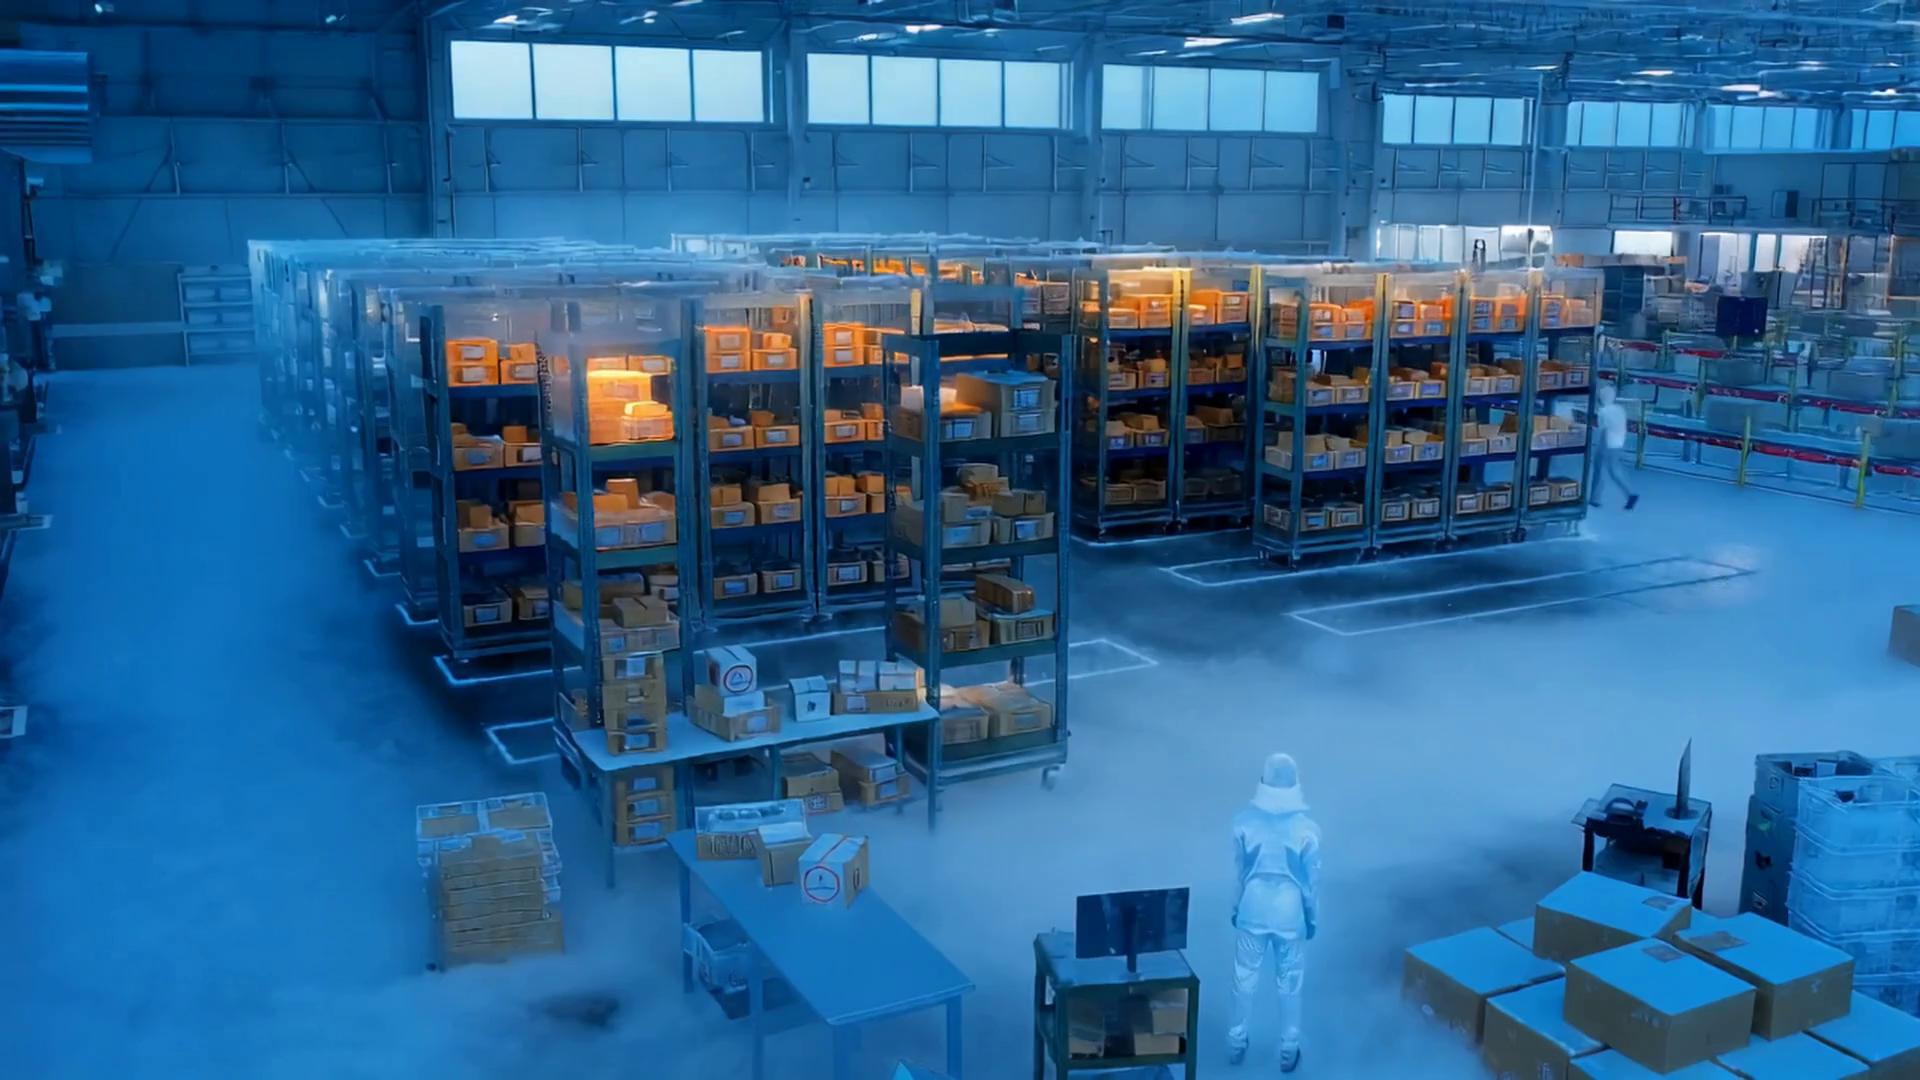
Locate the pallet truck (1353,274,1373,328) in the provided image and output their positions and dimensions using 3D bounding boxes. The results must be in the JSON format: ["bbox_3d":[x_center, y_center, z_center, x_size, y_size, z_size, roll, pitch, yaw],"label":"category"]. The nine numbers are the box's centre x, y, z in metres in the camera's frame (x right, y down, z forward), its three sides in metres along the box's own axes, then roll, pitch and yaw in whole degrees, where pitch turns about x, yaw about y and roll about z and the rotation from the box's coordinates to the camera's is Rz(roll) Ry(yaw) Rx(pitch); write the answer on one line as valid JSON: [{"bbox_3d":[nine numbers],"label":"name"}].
[{"bbox_3d":[13.011,-8.050,55.243,0.823,1.965,1.885,-7,14,-28],"label":"pallet truck"}]

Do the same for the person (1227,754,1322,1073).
[{"bbox_3d":[1.679,1.988,8.919,0.485,1.735,0.343,4,13,16],"label":"person"}]

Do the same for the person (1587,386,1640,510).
[{"bbox_3d":[9.554,-1.326,24.246,0.574,1.814,0.754,-7,14,-31],"label":"person"}]

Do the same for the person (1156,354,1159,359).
[{"bbox_3d":[3.562,-3.092,32.556,0.599,1.777,0.918,-3,13,-16],"label":"person"}]

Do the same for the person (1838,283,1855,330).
[{"bbox_3d":[26.214,-6.662,49.090,0.445,1.853,0.537,3,13,15],"label":"person"}]

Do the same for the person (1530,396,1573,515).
[{"bbox_3d":[8.520,-1.308,24.057,0.653,1.845,1.026,-6,13,-24],"label":"person"}]
